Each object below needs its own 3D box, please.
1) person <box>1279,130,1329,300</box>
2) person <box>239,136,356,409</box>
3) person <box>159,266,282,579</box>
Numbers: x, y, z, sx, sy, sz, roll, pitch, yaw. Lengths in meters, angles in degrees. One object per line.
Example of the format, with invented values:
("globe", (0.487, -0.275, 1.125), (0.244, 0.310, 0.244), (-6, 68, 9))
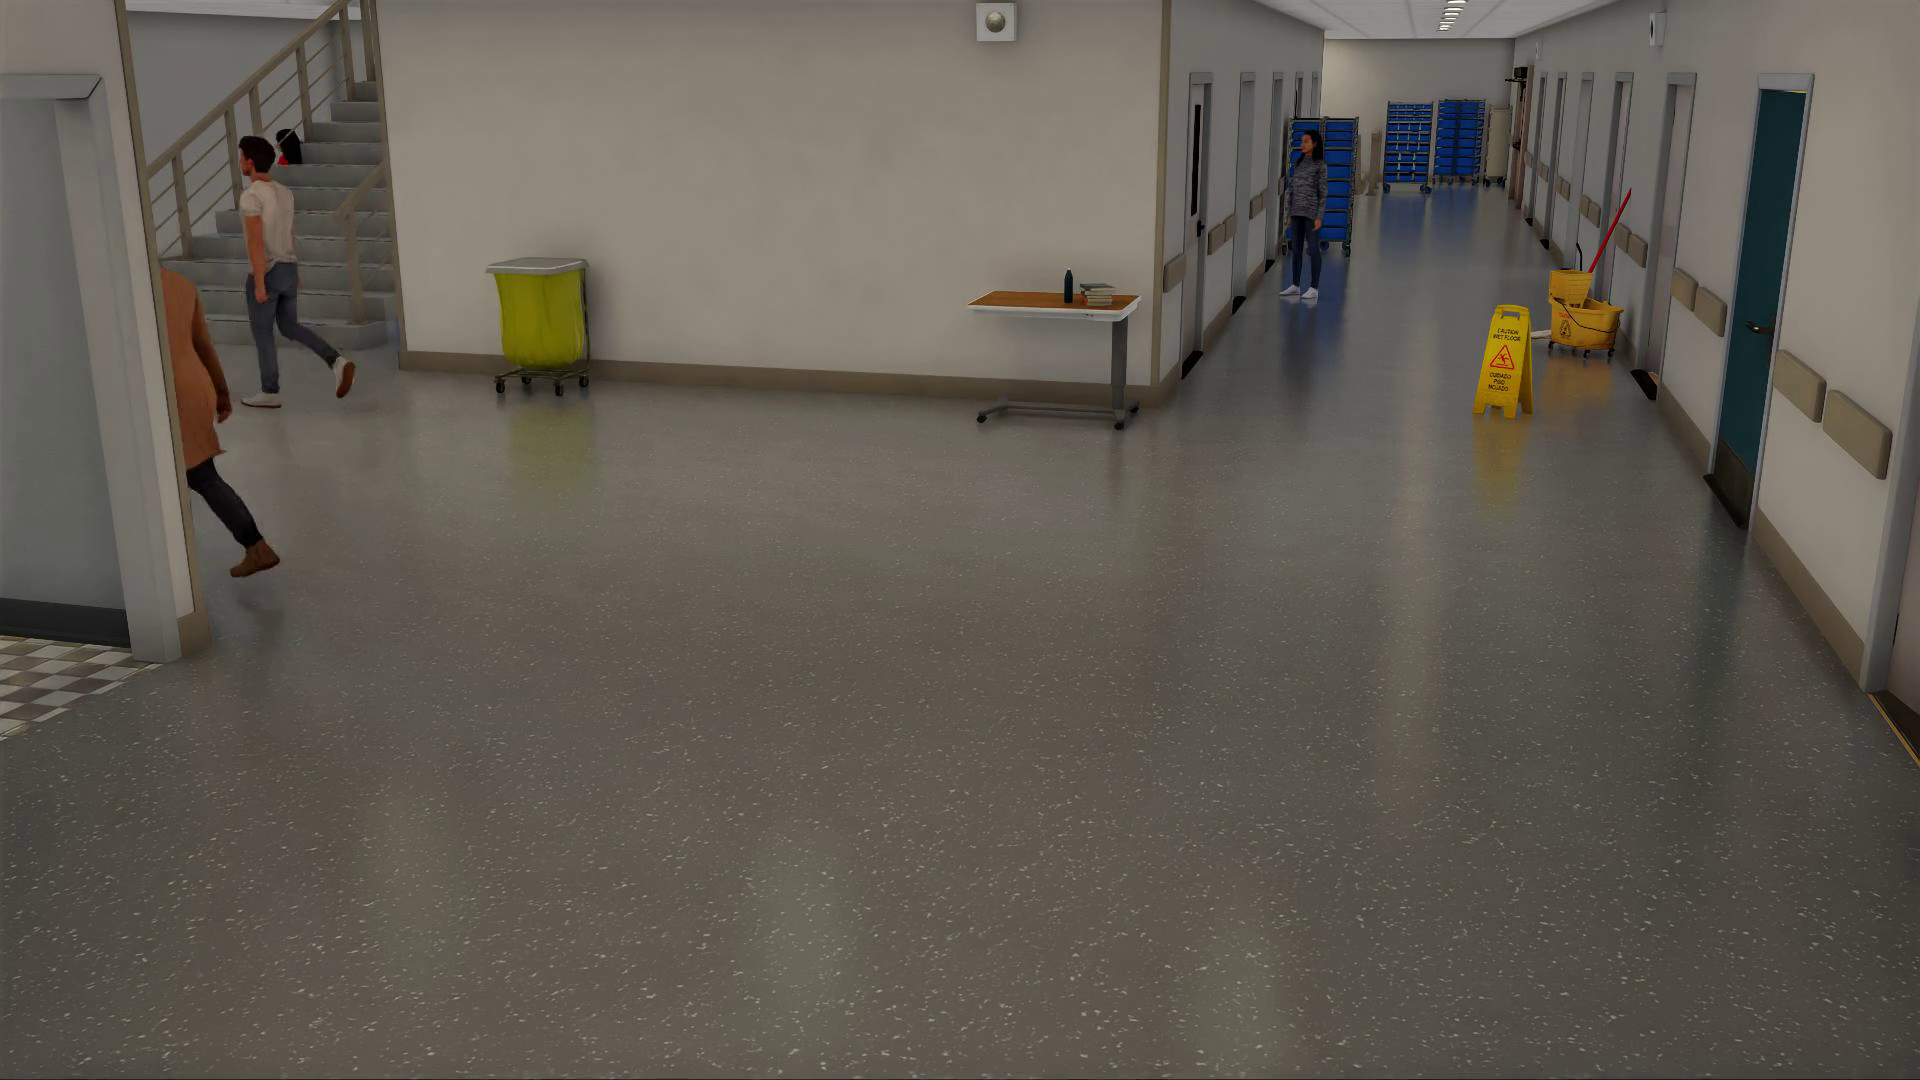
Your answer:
("person", (3.661, -3.434, 17.520), (0.723, 1.732, 0.689), (-11, 19, -35))
("person", (-4.700, -1.837, 11.582), (0.775, 1.880, 1.019), (3, 16, 10))
("person", (-3.473, -0.615, 7.541), (0.785, 1.678, 1.071), (4, 16, 13))
